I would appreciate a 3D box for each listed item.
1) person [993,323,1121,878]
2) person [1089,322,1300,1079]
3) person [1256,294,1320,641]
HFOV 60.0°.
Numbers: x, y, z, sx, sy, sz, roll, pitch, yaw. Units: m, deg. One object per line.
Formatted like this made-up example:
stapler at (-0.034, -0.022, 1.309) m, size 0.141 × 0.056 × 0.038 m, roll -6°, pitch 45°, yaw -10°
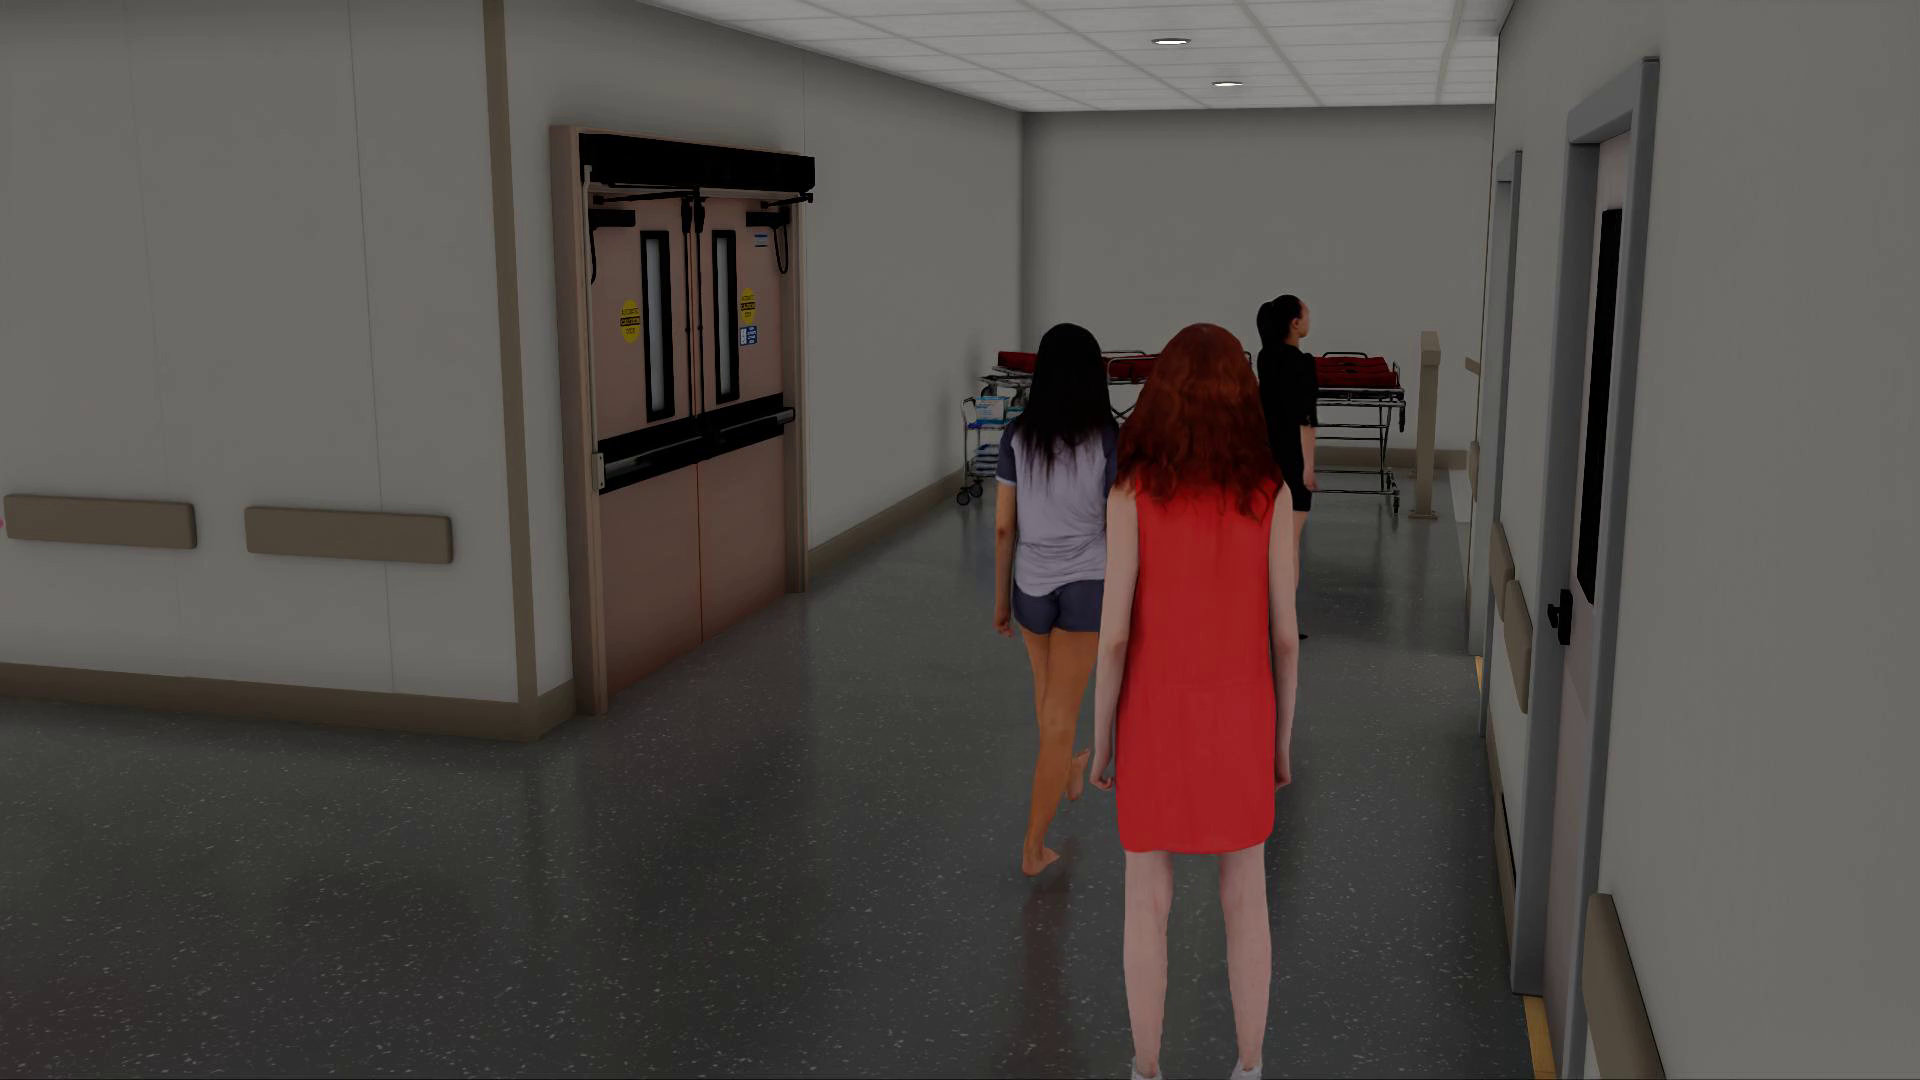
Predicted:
person at (0.301, 0.223, 5.188) m, size 0.637 × 1.681 × 1.113 m, roll 3°, pitch 11°, yaw 17°
person at (0.512, 0.443, 3.639) m, size 0.667 × 1.826 × 0.625 m, roll -1°, pitch 11°, yaw -5°
person at (1.586, -0.355, 8.196) m, size 0.728 × 1.696 × 0.651 m, roll -5°, pitch 12°, yaw -24°
